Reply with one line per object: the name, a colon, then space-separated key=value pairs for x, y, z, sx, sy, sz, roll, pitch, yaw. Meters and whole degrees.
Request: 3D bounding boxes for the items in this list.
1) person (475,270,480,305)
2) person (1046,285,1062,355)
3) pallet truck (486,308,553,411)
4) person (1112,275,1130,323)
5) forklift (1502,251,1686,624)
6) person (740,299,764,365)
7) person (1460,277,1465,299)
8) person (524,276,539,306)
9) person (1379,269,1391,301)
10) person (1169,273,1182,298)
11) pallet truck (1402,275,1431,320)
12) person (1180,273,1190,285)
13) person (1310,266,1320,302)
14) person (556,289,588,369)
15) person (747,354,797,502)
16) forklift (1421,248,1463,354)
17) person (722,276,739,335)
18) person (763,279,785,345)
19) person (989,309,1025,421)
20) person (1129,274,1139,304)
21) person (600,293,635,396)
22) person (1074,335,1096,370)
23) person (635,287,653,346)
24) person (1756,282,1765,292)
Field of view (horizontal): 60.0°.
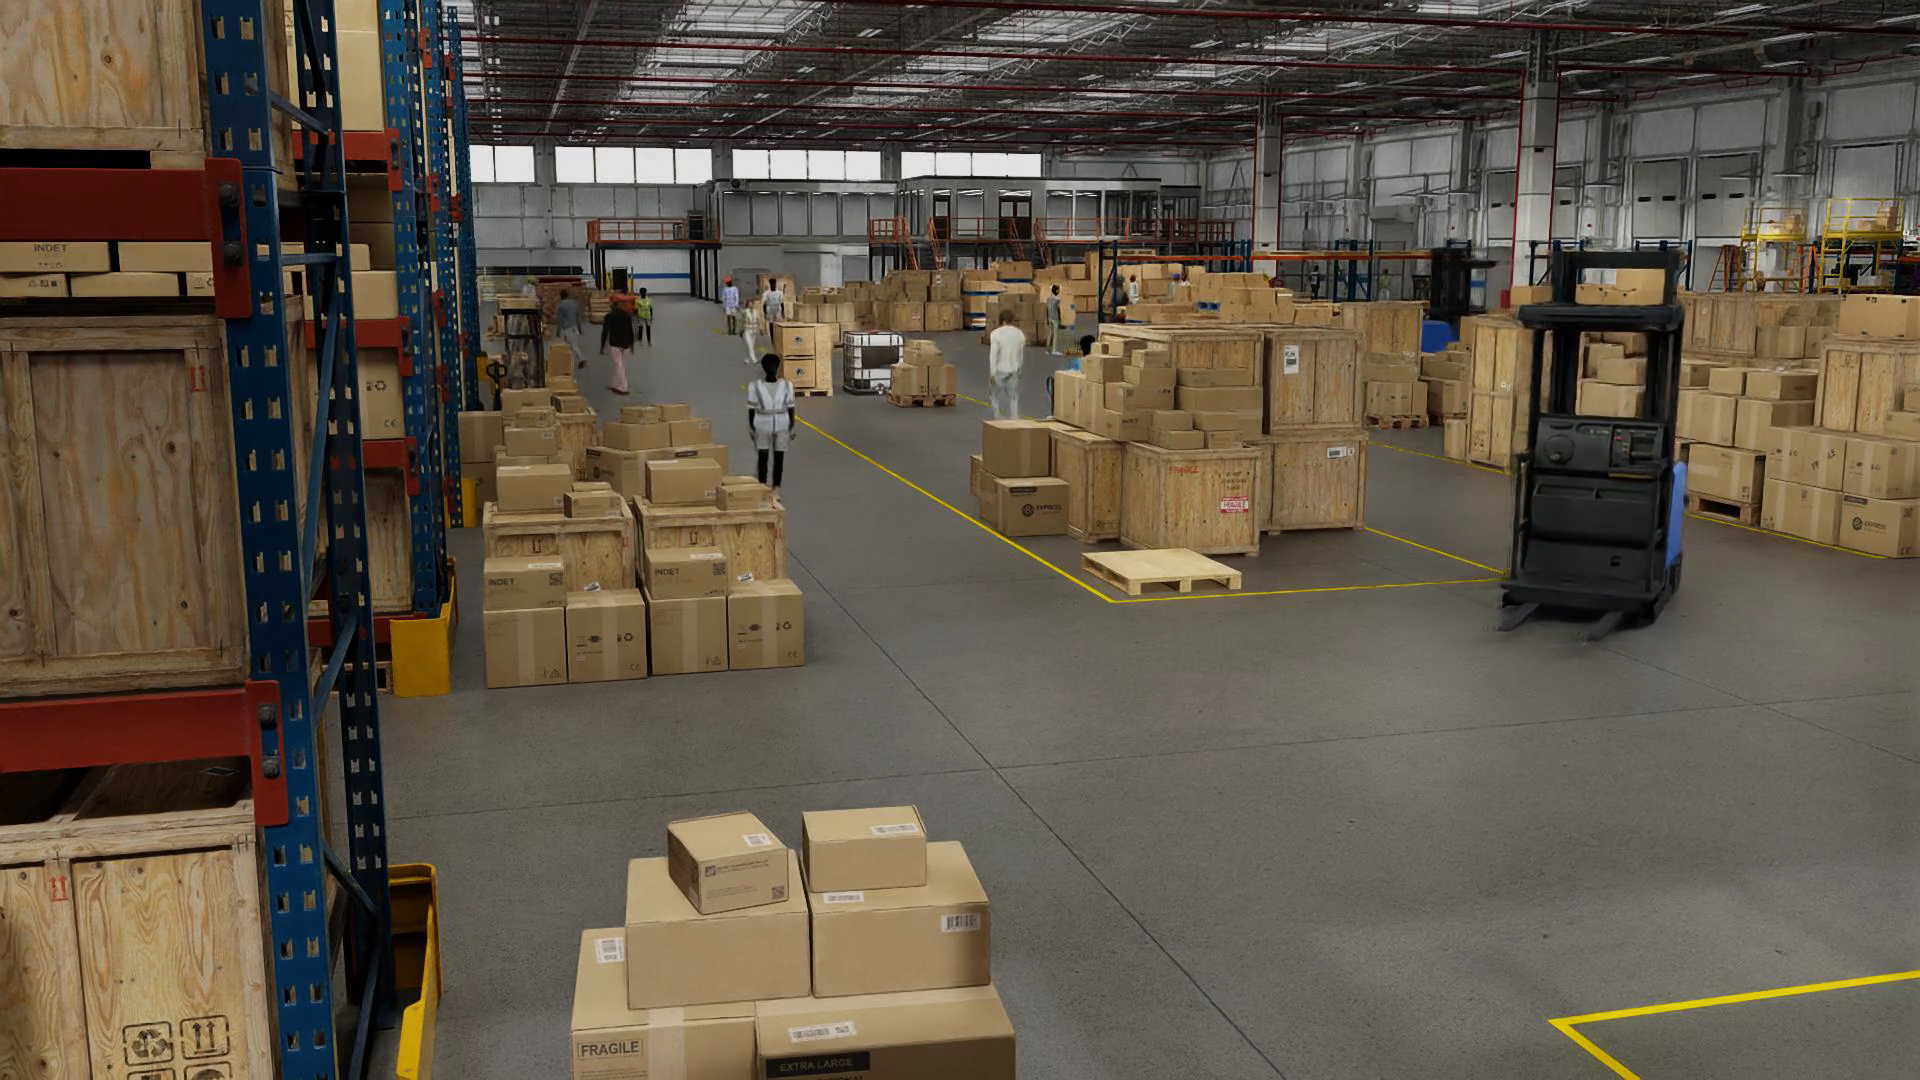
person: x=-23.544 y=-12.267 z=80.851 sx=0.304 sy=1.743 sz=0.494 roll=1 pitch=10 yaw=8
person: x=2.494 y=-5.830 z=44.088 sx=0.324 sy=1.858 sz=0.531 roll=-9 pitch=13 yaw=-41
pallet truck: x=-6.242 y=-2.418 z=24.362 sx=0.823 sy=1.965 sz=1.885 roll=1 pitch=10 yaw=3
person: x=4.761 y=-7.017 z=50.284 sx=0.900 sy=2.000 sz=0.684 roll=3 pitch=11 yaw=19
forklift: x=5.192 y=-0.910 z=13.329 sx=1.129 sy=2.768 sz=1.873 roll=6 pitch=12 yaw=29
person: x=-5.082 y=-5.046 z=40.378 sx=0.524 sy=1.592 sz=0.862 roll=-8 pitch=13 yaw=-39
person: x=16.198 y=-7.595 z=53.962 sx=0.836 sy=1.897 sz=0.592 roll=5 pitch=11 yaw=27
person: x=-15.542 y=-8.702 z=60.543 sx=0.853 sy=1.784 sz=0.612 roll=4 pitch=11 yaw=19
person: x=20.232 y=-11.974 z=79.049 sx=0.621 sy=1.787 sz=0.967 roll=-1 pitch=10 yaw=-5
person: x=7.643 y=-8.534 z=59.164 sx=0.653 sy=1.931 sz=0.626 roll=9 pitch=14 yaw=42
pallet truck: x=14.620 y=-7.324 z=52.145 sx=0.823 sy=1.965 sz=1.885 roll=8 pitch=13 yaw=40
person: x=8.417 y=-9.065 z=62.366 sx=0.353 sy=1.877 sz=0.573 roll=-5 pitch=11 yaw=-28
person: x=17.757 y=-12.760 z=83.166 sx=0.392 sy=1.915 sz=0.590 roll=-7 pitch=12 yaw=-34
person: x=-9.170 y=-4.984 z=39.262 sx=1.010 sy=1.893 sz=0.644 roll=6 pitch=11 yaw=29
person: x=-2.084 y=-1.236 z=18.553 sx=0.538 sy=1.676 sz=0.569 roll=-3 pitch=10 yaw=-15
forklift: x=11.440 y=-5.514 z=39.394 sx=1.873 sy=2.768 sz=1.129 roll=-3 pitch=10 yaw=-15
person: x=-7.432 y=-7.609 z=53.969 sx=0.551 sy=1.938 sz=0.389 roll=0 pitch=10 yaw=-1
person: x=-5.368 y=-6.581 z=48.116 sx=0.646 sy=1.927 sz=0.889 roll=-2 pitch=10 yaw=-14
person: x=0.649 y=-2.562 z=25.405 sx=0.662 sy=1.909 sz=0.809 roll=-6 pitch=12 yaw=-30
person: x=6.249 y=-8.629 z=59.858 sx=0.343 sy=1.883 sz=0.582 roll=4 pitch=11 yaw=21
person: x=-6.685 y=-3.762 z=32.074 sx=0.933 sy=1.955 sz=0.653 roll=8 pitch=13 yaw=39
person: x=1.675 y=-1.976 z=22.768 sx=0.603 sy=1.679 sz=0.535 roll=6 pitch=12 yaw=30
person: x=-9.140 y=-6.456 z=48.108 sx=0.530 sy=1.690 sz=0.319 roll=-5 pitch=11 yaw=-27
person: x=21.110 y=-5.849 z=43.960 sx=0.630 sy=1.940 sz=0.372 roll=-6 pitch=12 yaw=-32
